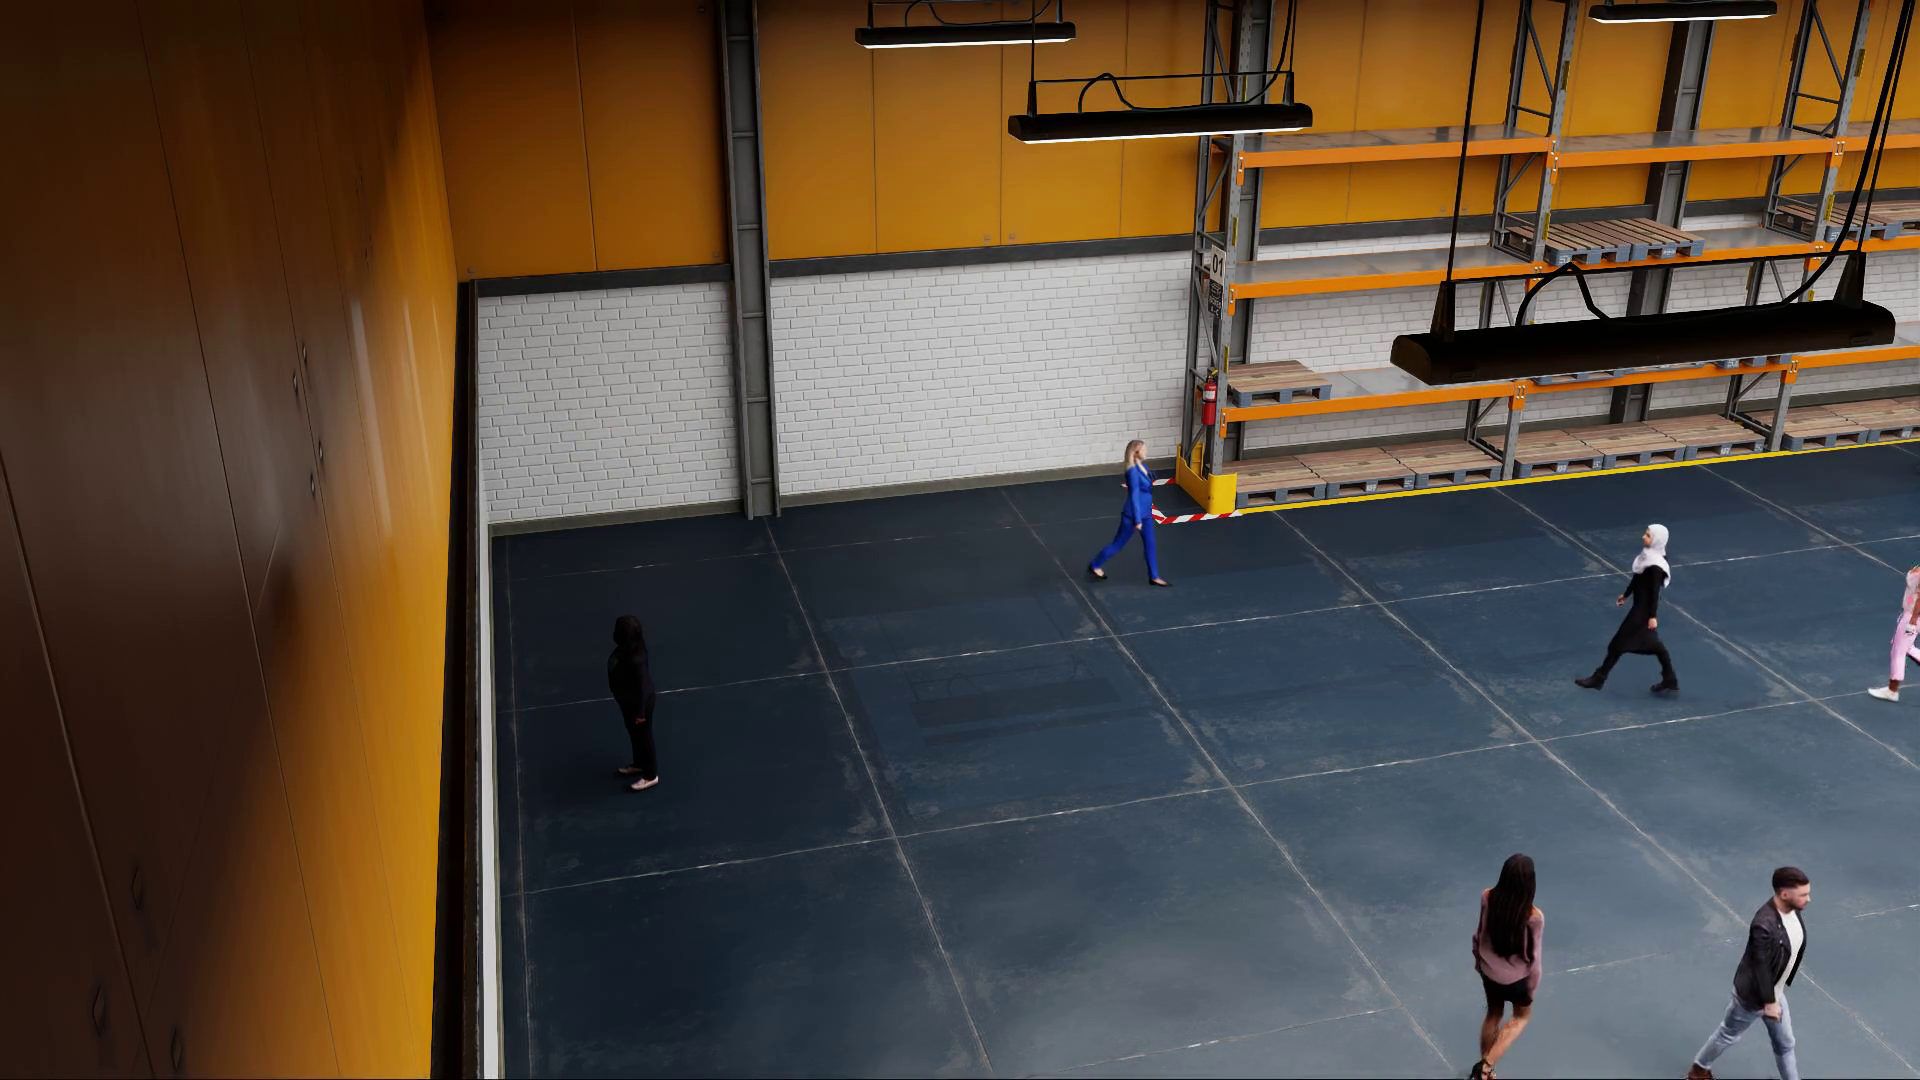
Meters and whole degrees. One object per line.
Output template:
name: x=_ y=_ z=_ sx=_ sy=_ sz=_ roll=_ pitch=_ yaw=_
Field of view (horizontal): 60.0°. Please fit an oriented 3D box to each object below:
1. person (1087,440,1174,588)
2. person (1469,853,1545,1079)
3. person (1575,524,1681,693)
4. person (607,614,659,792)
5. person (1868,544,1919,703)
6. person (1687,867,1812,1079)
person: x=1.781 y=-0.258 z=17.873 sx=1.237 sy=1.661 sz=1.046 roll=8 pitch=25 yaw=17
person: x=3.444 y=2.836 z=10.621 sx=0.857 sy=1.800 sz=0.798 roll=-21 pitch=31 yaw=-39
person: x=6.511 y=0.689 z=15.620 sx=1.248 sy=1.731 sz=1.013 roll=6 pitch=24 yaw=14
person: x=-2.775 y=1.361 z=14.226 sx=0.704 sy=1.617 sz=0.705 roll=-13 pitch=27 yaw=-27
person: x=8.982 y=0.748 z=15.485 sx=0.925 sy=1.731 sz=0.868 roll=13 pitch=27 yaw=27
person: x=5.012 y=2.839 z=10.610 sx=1.136 sy=1.803 sz=1.021 roll=-19 pitch=30 yaw=-36
